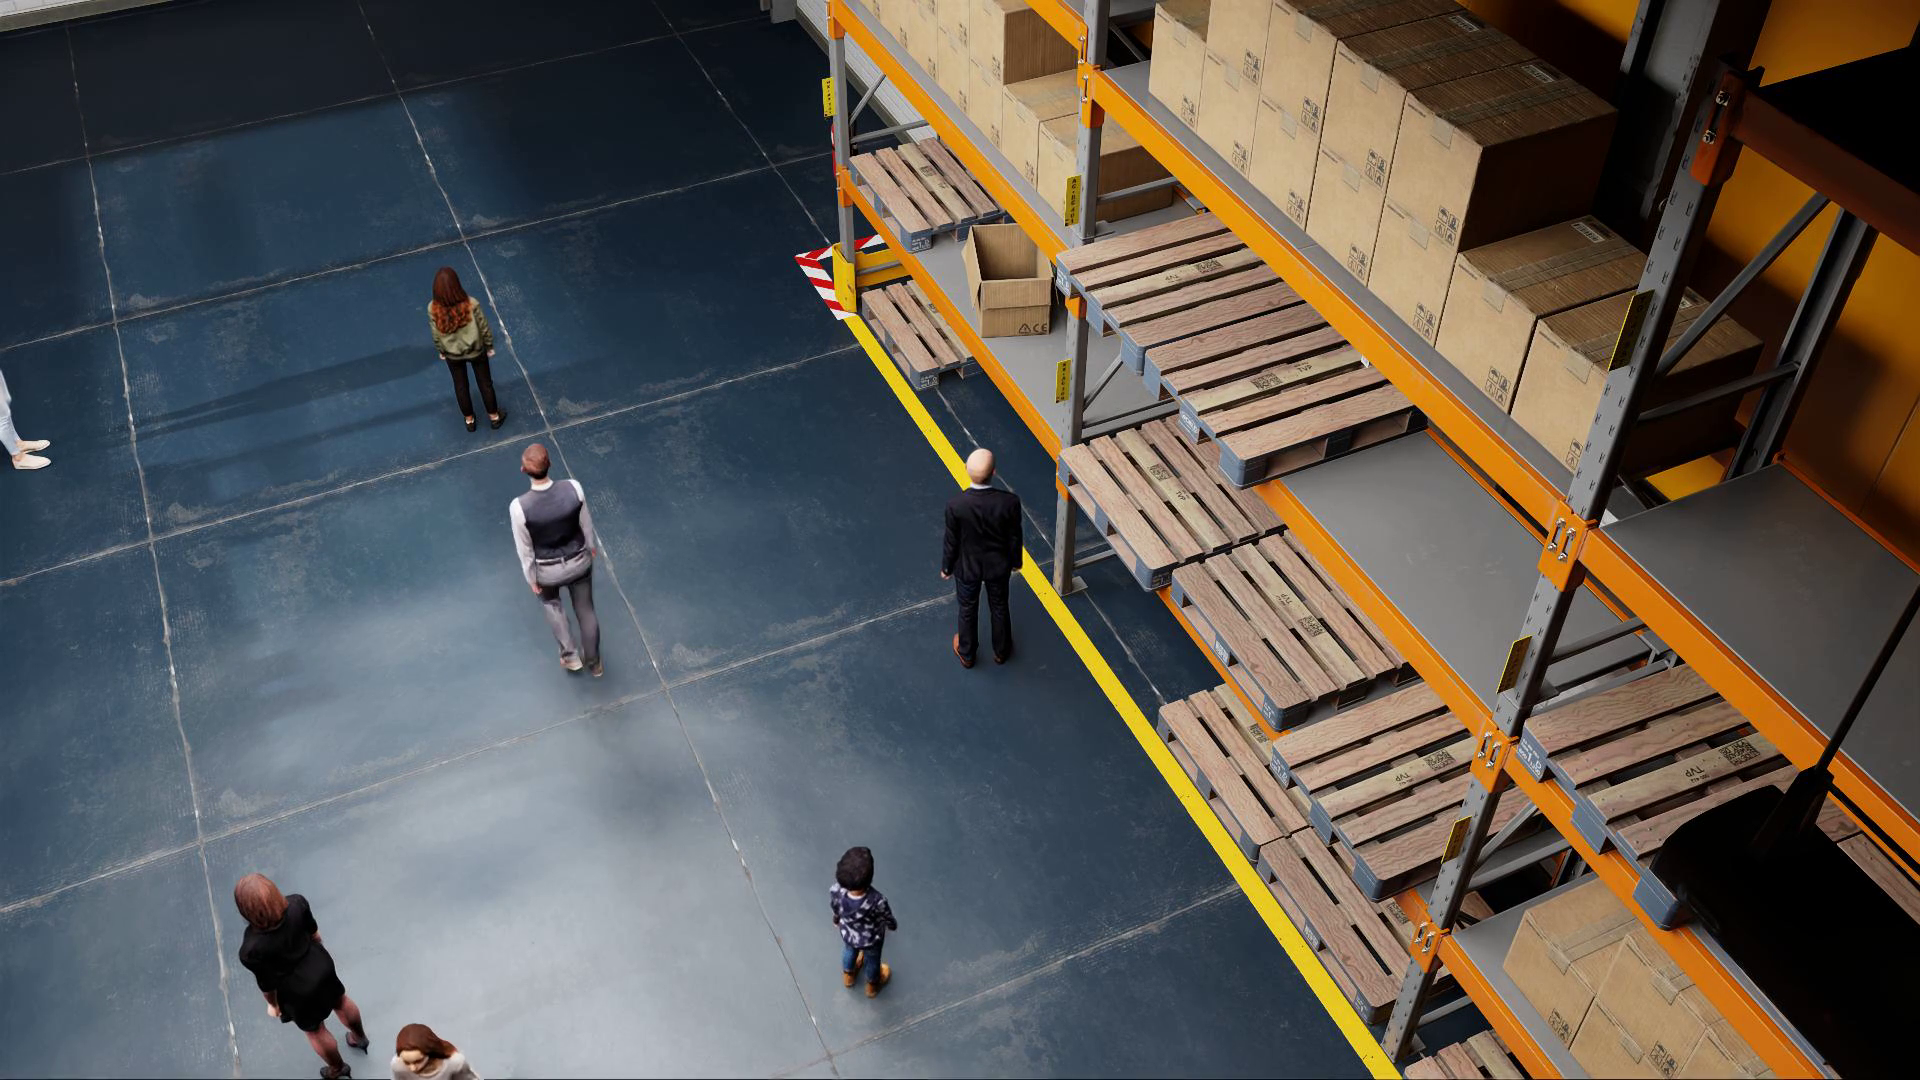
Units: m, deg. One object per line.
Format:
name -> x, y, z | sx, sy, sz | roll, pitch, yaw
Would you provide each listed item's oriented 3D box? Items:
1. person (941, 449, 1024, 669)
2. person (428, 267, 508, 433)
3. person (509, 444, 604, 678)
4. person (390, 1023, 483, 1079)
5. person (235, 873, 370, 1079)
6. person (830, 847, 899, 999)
person -> 0.142, 0.141, 10.843 | 0.756, 1.797, 0.689 | -5, 44, -5
person -> -3.800, -1.462, 12.759 | 0.638, 1.475, 0.595 | -6, 44, -7
person -> -2.530, 0.207, 10.682 | 0.654, 1.925, 0.599 | -16, 46, -16
person -> -2.554, 2.771, 8.331 | 0.817, 1.454, 1.007 | 0, 44, 0
person -> -3.424, 2.287, 8.658 | 0.701, 1.704, 0.656 | 17, 46, 17
person -> -0.543, 2.131, 9.152 | 0.607, 1.249, 0.670 | 16, 46, 17
